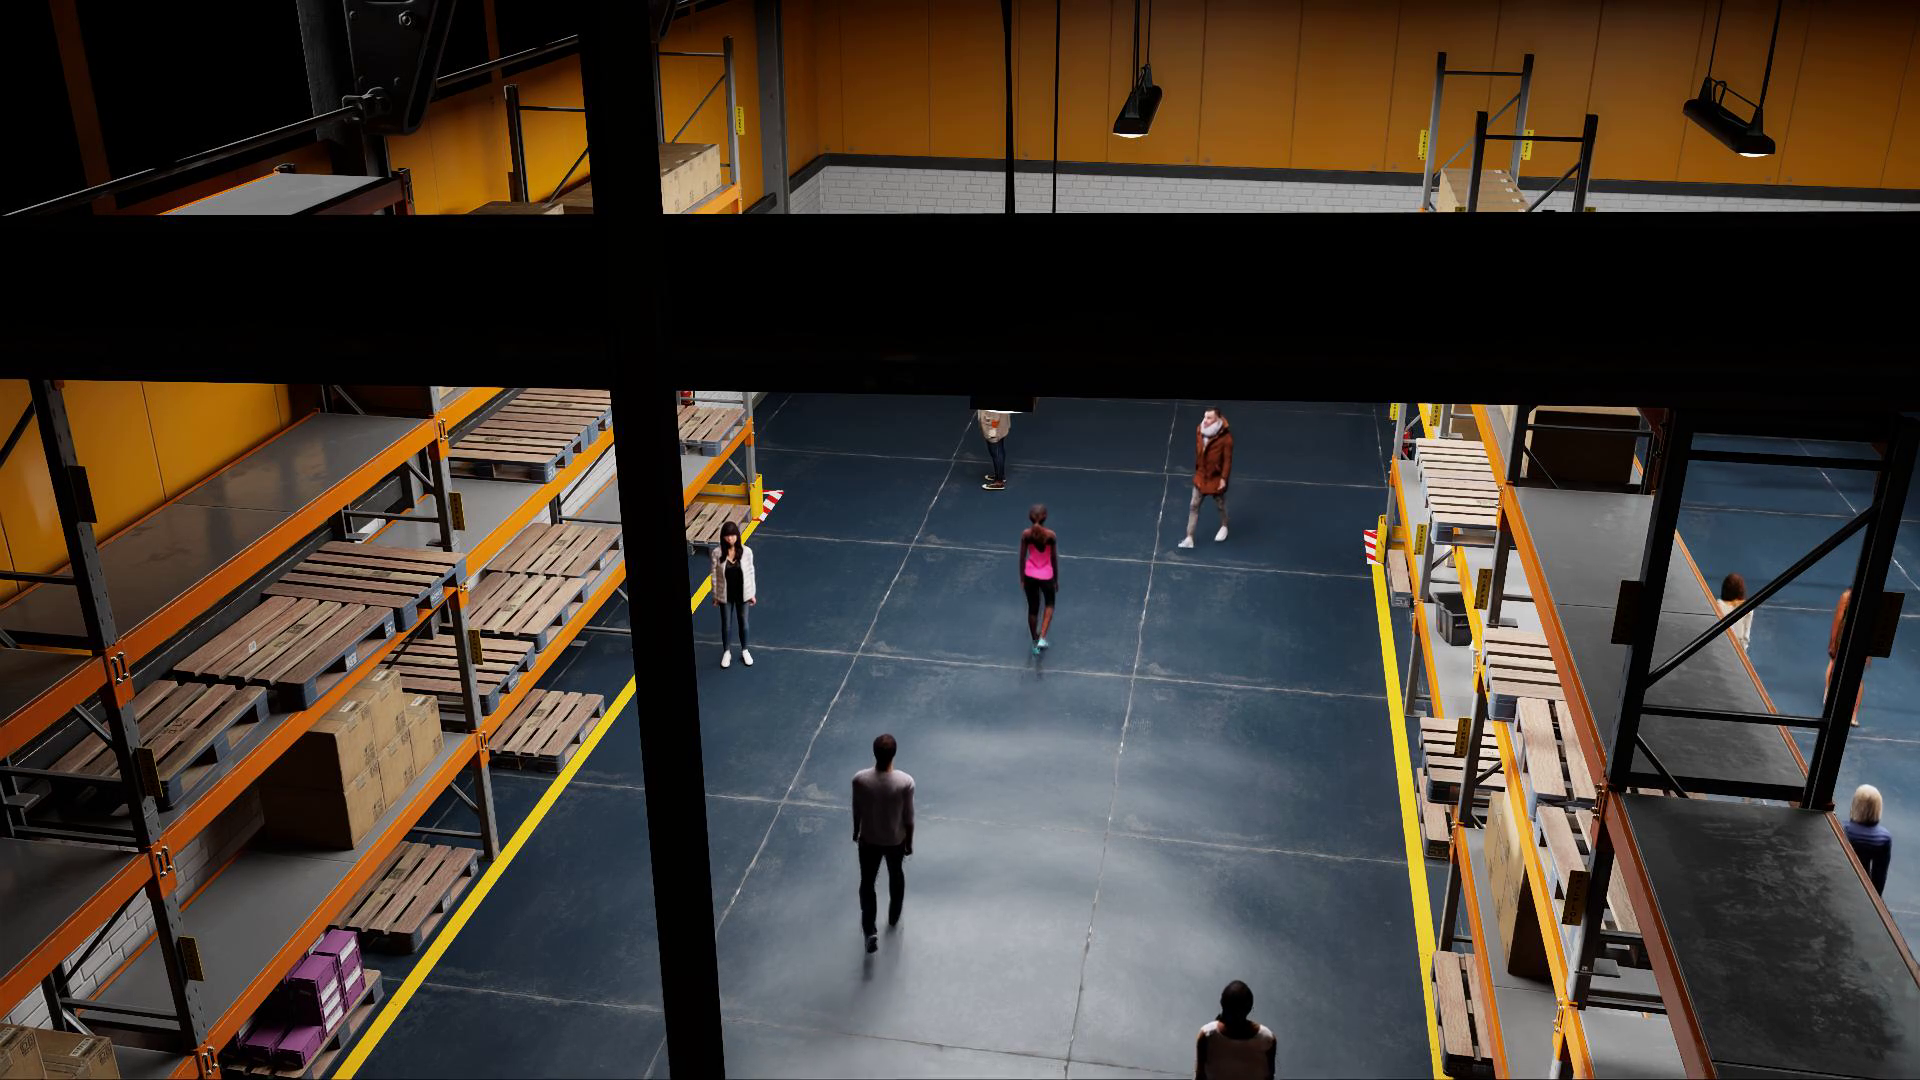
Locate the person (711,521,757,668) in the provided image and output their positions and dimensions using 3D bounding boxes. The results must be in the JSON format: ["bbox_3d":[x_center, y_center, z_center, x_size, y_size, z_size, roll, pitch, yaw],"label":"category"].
[{"bbox_3d":[-2.393,0.557,17.617,0.687,1.637,0.668,-5,24,-11],"label":"person"}]

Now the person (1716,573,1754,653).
[{"bbox_3d":[7.452,1.144,16.265,0.664,1.645,1.050,3,24,6],"label":"person"}]

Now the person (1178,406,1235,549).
[{"bbox_3d":[3.149,-0.778,20.473,1.050,1.796,1.242,18,30,36],"label":"person"}]

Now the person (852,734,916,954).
[{"bbox_3d":[-0.627,2.404,13.168,0.782,1.818,1.100,1,24,1],"label":"person"}]

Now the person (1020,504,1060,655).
[{"bbox_3d":[0.831,0.452,17.762,0.578,1.715,0.581,5,24,11],"label":"person"}]

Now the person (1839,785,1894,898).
[{"bbox_3d":[6.737,2.694,12.644,0.720,1.705,1.144,2,24,4],"label":"person"}]

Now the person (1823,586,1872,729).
[{"bbox_3d":[8.888,0.987,16.620,0.660,1.648,1.068,6,24,13],"label":"person"}]

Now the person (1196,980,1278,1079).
[{"bbox_3d":[1.735,3.596,10.639,0.654,1.658,1.060,5,24,10],"label":"person"}]
